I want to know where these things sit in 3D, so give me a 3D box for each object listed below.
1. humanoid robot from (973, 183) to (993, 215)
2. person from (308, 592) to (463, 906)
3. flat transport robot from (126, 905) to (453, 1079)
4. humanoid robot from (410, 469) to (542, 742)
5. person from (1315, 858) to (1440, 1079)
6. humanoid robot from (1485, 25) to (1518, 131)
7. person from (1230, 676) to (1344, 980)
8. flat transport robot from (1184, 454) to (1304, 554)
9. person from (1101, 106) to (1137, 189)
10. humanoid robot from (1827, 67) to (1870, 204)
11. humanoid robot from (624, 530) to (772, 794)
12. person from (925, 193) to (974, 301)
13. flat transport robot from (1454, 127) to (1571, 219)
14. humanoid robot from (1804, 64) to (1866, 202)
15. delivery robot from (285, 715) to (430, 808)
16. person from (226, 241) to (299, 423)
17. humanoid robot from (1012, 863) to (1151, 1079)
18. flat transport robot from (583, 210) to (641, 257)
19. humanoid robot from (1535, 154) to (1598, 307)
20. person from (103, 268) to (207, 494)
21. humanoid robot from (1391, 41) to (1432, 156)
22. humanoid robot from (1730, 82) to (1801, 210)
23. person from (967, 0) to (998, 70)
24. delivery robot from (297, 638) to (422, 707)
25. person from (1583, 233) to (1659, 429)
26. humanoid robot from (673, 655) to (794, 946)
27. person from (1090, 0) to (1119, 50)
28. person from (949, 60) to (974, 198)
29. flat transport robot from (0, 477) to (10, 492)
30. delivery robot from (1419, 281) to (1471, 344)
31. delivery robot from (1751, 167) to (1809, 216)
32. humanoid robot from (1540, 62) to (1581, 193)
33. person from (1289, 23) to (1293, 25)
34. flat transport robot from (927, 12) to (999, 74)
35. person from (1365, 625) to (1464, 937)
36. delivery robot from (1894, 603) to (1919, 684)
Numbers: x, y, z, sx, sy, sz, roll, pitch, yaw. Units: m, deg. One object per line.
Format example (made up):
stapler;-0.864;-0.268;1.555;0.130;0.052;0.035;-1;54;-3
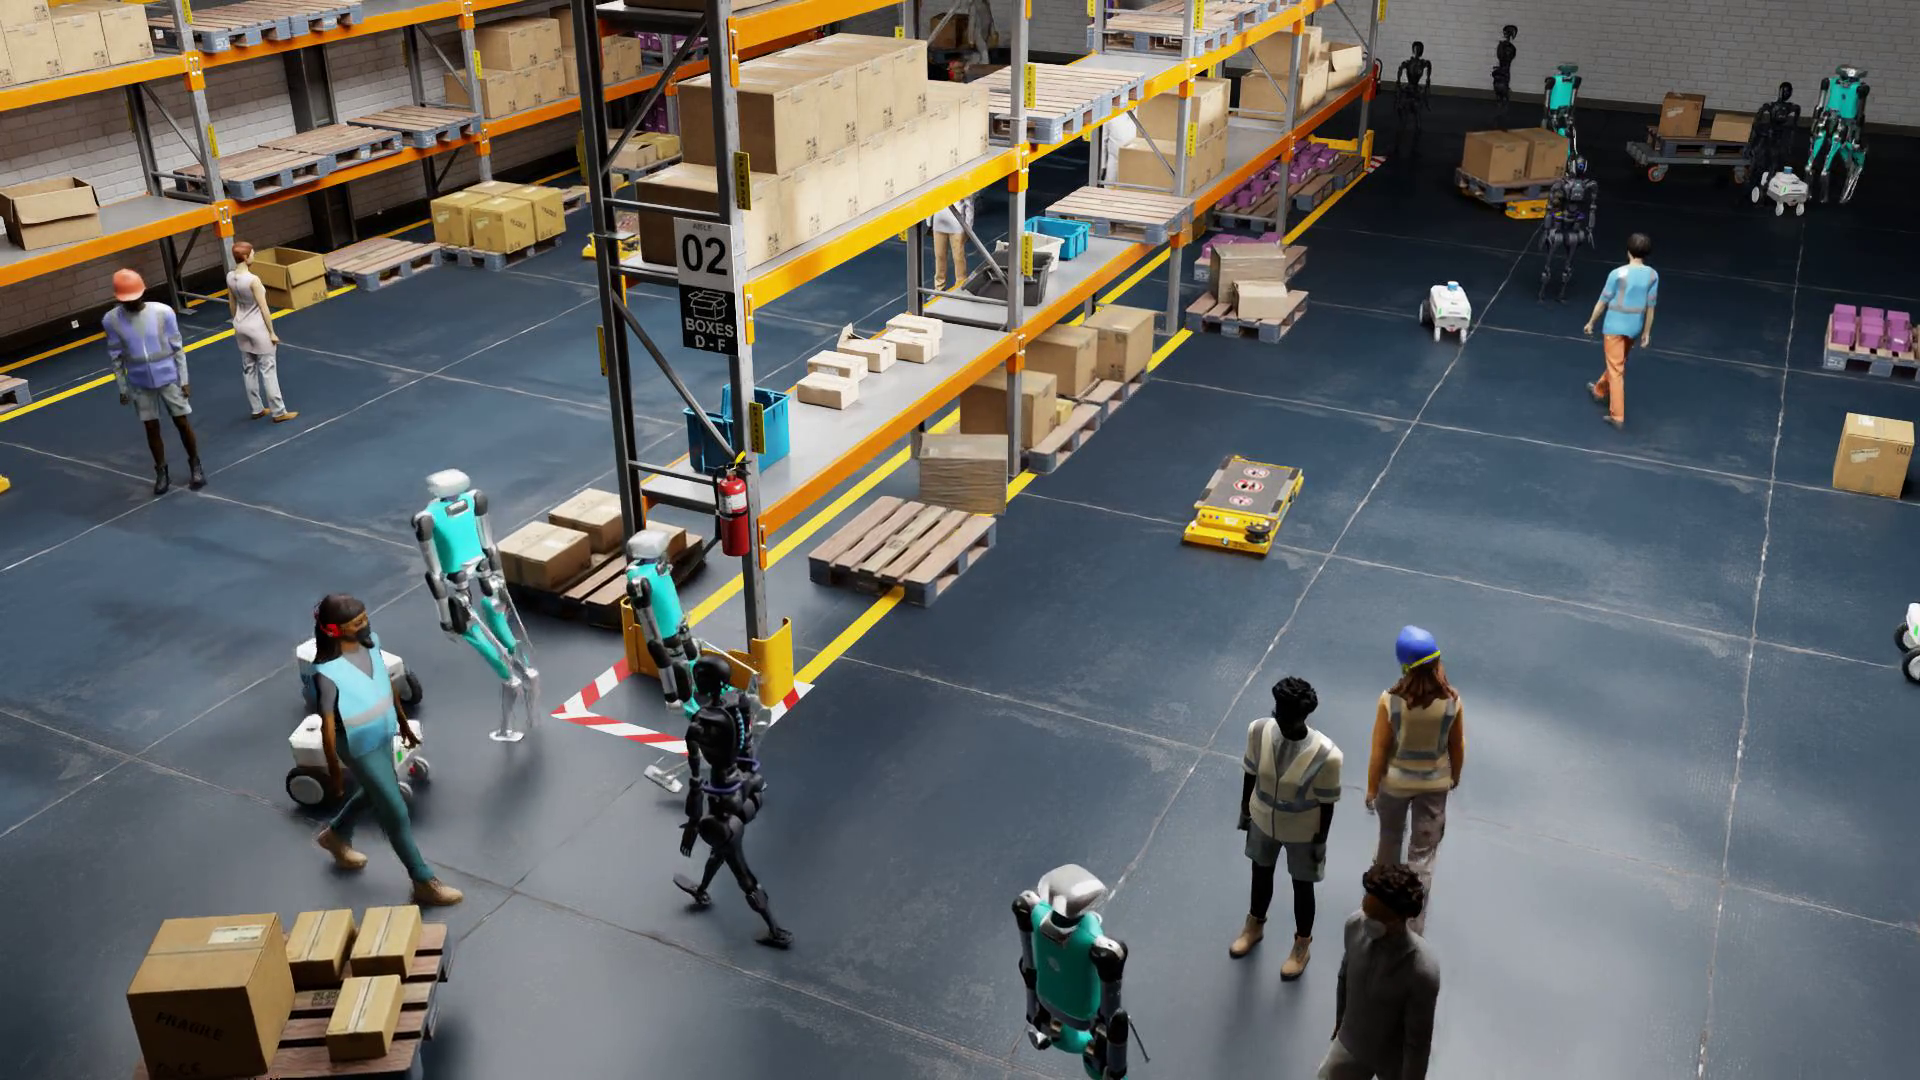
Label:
humanoid robot;0.213;-4.919;21.137;0.545;1.644;0.608;-16;31;-29
person;-3.171;1.083;8.837;0.922;1.828;0.535;7;27;13
flat transport robot;-3.090;2.383;7.965;0.659;0.231;1.431;-3;26;-5
humanoid robot;-2.863;0.487;10.208;0.756;1.822;0.545;16;31;30
person;1.624;2.110;6.714;0.946;1.855;0.570;-18;32;-33
humanoid robot;8.265;-7.017;25.368;0.370;1.651;0.608;3;27;6
person;1.624;1.417;8.313;0.533;1.691;0.319;19;32;34
flat transport robot;2.306;-0.304;13.393;0.659;0.231;1.431;10;28;19
person;1.990;-4.559;20.152;0.639;1.902;0.410;-5;27;-11
humanoid robot;11.772;-5.269;21.870;0.783;1.886;0.531;-9;28;-17
humanoid robot;-1.411;0.765;9.576;0.954;1.716;0.580;2;26;4
person;-0.129;-3.411;17.993;0.571;1.749;0.342;13;29;24
flat transport robot;7.247;-4.484;21.835;0.659;0.231;1.431;-6;27;-12
humanoid robot;11.357;-5.276;21.775;0.532;1.790;0.647;20;32;34
delivery robot;-3.599;1.271;9.906;0.813;0.610;0.499;2;26;5
person;-6.351;-1.872;14.991;0.448;1.656;0.290;12;29;23
humanoid robot;0.619;2.063;7.060;0.531;1.871;0.815;23;34;38
flat transport robot;-4.093;-3.744;20.341;0.659;0.231;1.431;2;26;5
humanoid robot;6.542;-3.332;17.905;0.599;1.657;0.315;0;26;0
person;-6.576;-1.291;13.529;0.564;1.917;0.436;-8;28;-16
humanoid robot;6.544;-6.399;24.127;0.589;1.638;0.443;-7;27;-14
humanoid robot;10.476;-5.124;21.551;0.613;1.645;0.490;2;26;5
person;0.425;-8.581;28.411;0.962;1.779;0.521;14;30;26
delivery robot;-3.909;0.855;10.701;0.750;0.570;0.499;16;30;28
person;5.969;-1.941;15.061;0.485;1.712;0.912;-4;27;-8
humanoid robot;-1.233;1.332;8.546;0.789;1.629;0.591;11;28;21
person;2.530;-9.047;29.185;0.531;1.927;0.419;15;30;28
person;-0.067;-5.382;21.879;0.423;1.844;0.712;22;34;38
flat transport robot;-8.478;-0.275;13.334;0.659;0.231;1.431;10;28;20
delivery robot;5.083;-2.386;17.295;0.499;0.611;0.812;4;27;7
delivery robot;10.725;-4.561;21.690;0.499;0.614;0.791;0;26;0
humanoid robot;7.976;-5.349;21.921;0.544;1.790;0.671;-9;28;-18
person;5.197;-7.564;26.268;0.754;1.854;0.564;12;29;24
flat transport robot;-0.008;-8.697;30.346;0.659;0.231;1.431;-9;28;-18
person;2.351;1.252;8.619;0.470;1.711;0.956;6;27;12
delivery robot;6.664;0.684;11.093;0.783;0.612;0.524;10;28;19
